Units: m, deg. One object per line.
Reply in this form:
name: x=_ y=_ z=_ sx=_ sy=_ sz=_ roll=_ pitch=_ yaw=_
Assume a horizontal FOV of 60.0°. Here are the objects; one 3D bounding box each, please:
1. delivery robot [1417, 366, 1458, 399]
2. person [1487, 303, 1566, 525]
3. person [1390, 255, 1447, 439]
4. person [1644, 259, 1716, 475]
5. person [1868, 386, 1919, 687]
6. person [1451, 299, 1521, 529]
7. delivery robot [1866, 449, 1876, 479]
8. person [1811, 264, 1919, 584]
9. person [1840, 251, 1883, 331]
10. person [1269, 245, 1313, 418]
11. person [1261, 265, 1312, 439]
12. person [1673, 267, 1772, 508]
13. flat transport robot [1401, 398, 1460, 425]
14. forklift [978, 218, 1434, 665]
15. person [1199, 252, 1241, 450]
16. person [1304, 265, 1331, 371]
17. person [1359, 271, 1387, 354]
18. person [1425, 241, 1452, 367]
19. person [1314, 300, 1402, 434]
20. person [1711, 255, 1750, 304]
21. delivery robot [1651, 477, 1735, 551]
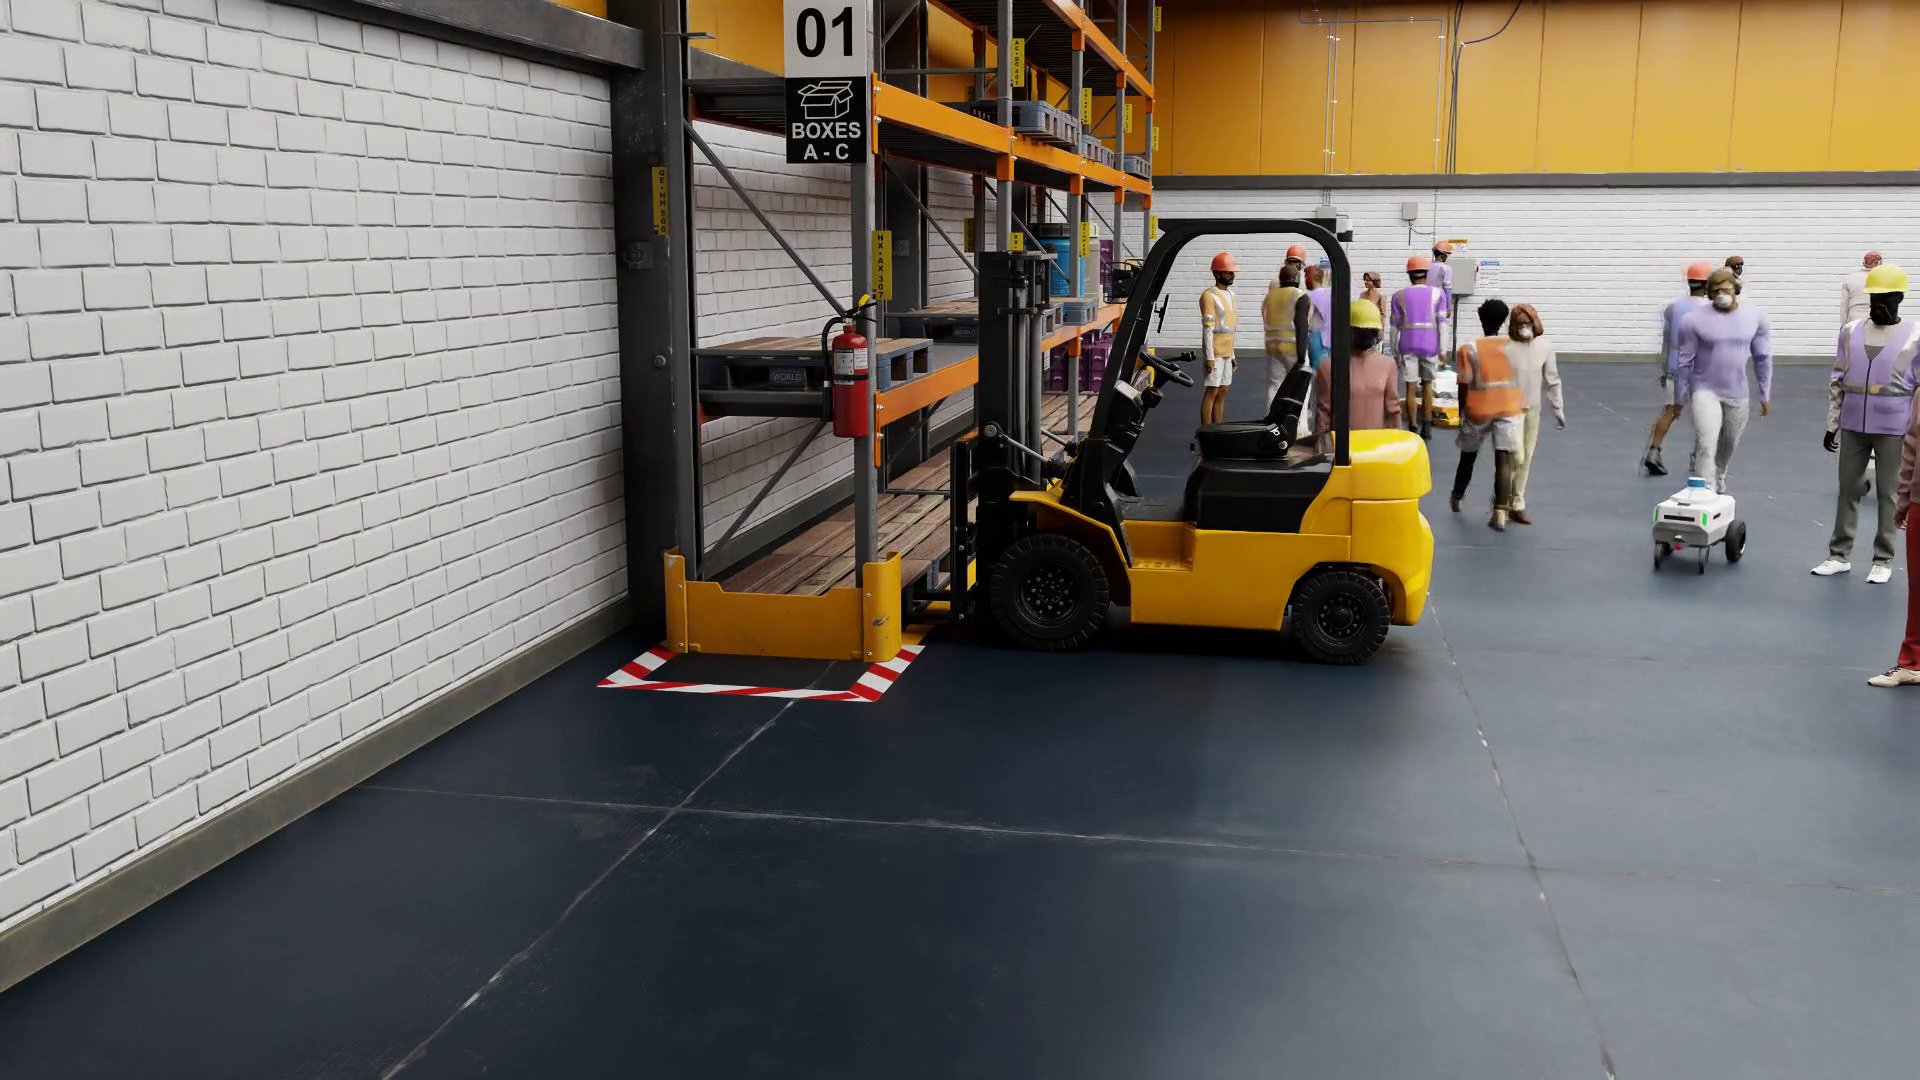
delivery robot: x=5.801 y=-1.838 z=19.839 sx=0.707 sy=0.478 sz=0.477 roll=-6 pitch=12 yaw=-29
person: x=4.078 y=-0.904 z=12.048 sx=0.536 sy=1.609 sz=0.370 roll=-3 pitch=11 yaw=-17
person: x=4.677 y=-1.950 z=17.031 sx=0.558 sy=1.902 sz=0.707 roll=2 pitch=11 yaw=11
person: x=6.398 y=-1.514 z=14.642 sx=0.941 sy=1.903 sz=0.553 roll=-8 pitch=13 yaw=-37
person: x=4.452 y=-0.147 z=7.508 sx=0.314 sy=1.768 sz=0.527 roll=-4 pitch=11 yaw=-19
person: x=3.863 y=-0.935 z=12.158 sx=0.536 sy=1.632 sz=0.932 roll=1 pitch=10 yaw=6
delivery robot: x=7.473 y=-0.628 z=13.207 sx=0.707 sy=0.478 sz=0.477 roll=7 pitch=12 yaw=34
person: x=5.551 y=-0.701 z=10.095 sx=0.372 sy=1.928 sz=0.584 roll=-8 pitch=13 yaw=-37
person: x=12.030 y=-2.872 z=22.056 sx=0.654 sy=1.906 sz=0.406 roll=10 pitch=14 yaw=44
person: x=3.865 y=-2.406 z=19.260 sx=0.611 sy=1.996 sz=0.378 roll=3 pitch=11 yaw=14
person: x=3.355 y=-1.909 z=17.095 sx=0.587 sy=1.802 sz=0.641 roll=-9 pitch=14 yaw=-42
person: x=5.644 y=-1.093 z=12.426 sx=0.674 sy=1.892 sz=0.937 roll=1 pitch=10 yaw=7
flat transport robot: x=5.433 y=-1.467 z=18.845 sx=0.652 sy=0.197 sz=1.431 roll=-3 pitch=11 yaw=-16
forklift: x=1.285 y=-0.567 z=8.635 sx=2.313 sy=2.155 sz=1.214 roll=2 pitch=11 yaw=11
person: x=2.558 y=-1.833 z=16.279 sx=0.362 sy=1.938 sz=0.545 roll=7 pitch=13 yaw=34
person: x=3.903 y=-2.107 z=18.215 sx=0.991 sy=1.783 sz=0.555 roll=5 pitch=11 yaw=26
person: x=5.438 y=-2.737 z=22.051 sx=0.309 sy=1.641 sz=0.512 roll=-5 pitch=12 yaw=-27
person: x=7.668 y=-3.781 z=26.720 sx=0.408 sy=2.029 sz=0.620 roll=-6 pitch=12 yaw=-31
person: x=2.342 y=-0.578 z=9.968 sx=0.530 sy=1.736 sz=0.848 roll=-4 pitch=11 yaw=-19
person: x=10.273 y=-2.865 z=22.199 sx=0.636 sy=1.842 sz=0.429 roll=-5 pitch=11 yaw=-24
delivery robot: x=4.688 y=-0.156 z=10.620 sx=0.477 sy=0.478 sz=0.707 roll=8 pitch=13 yaw=37
